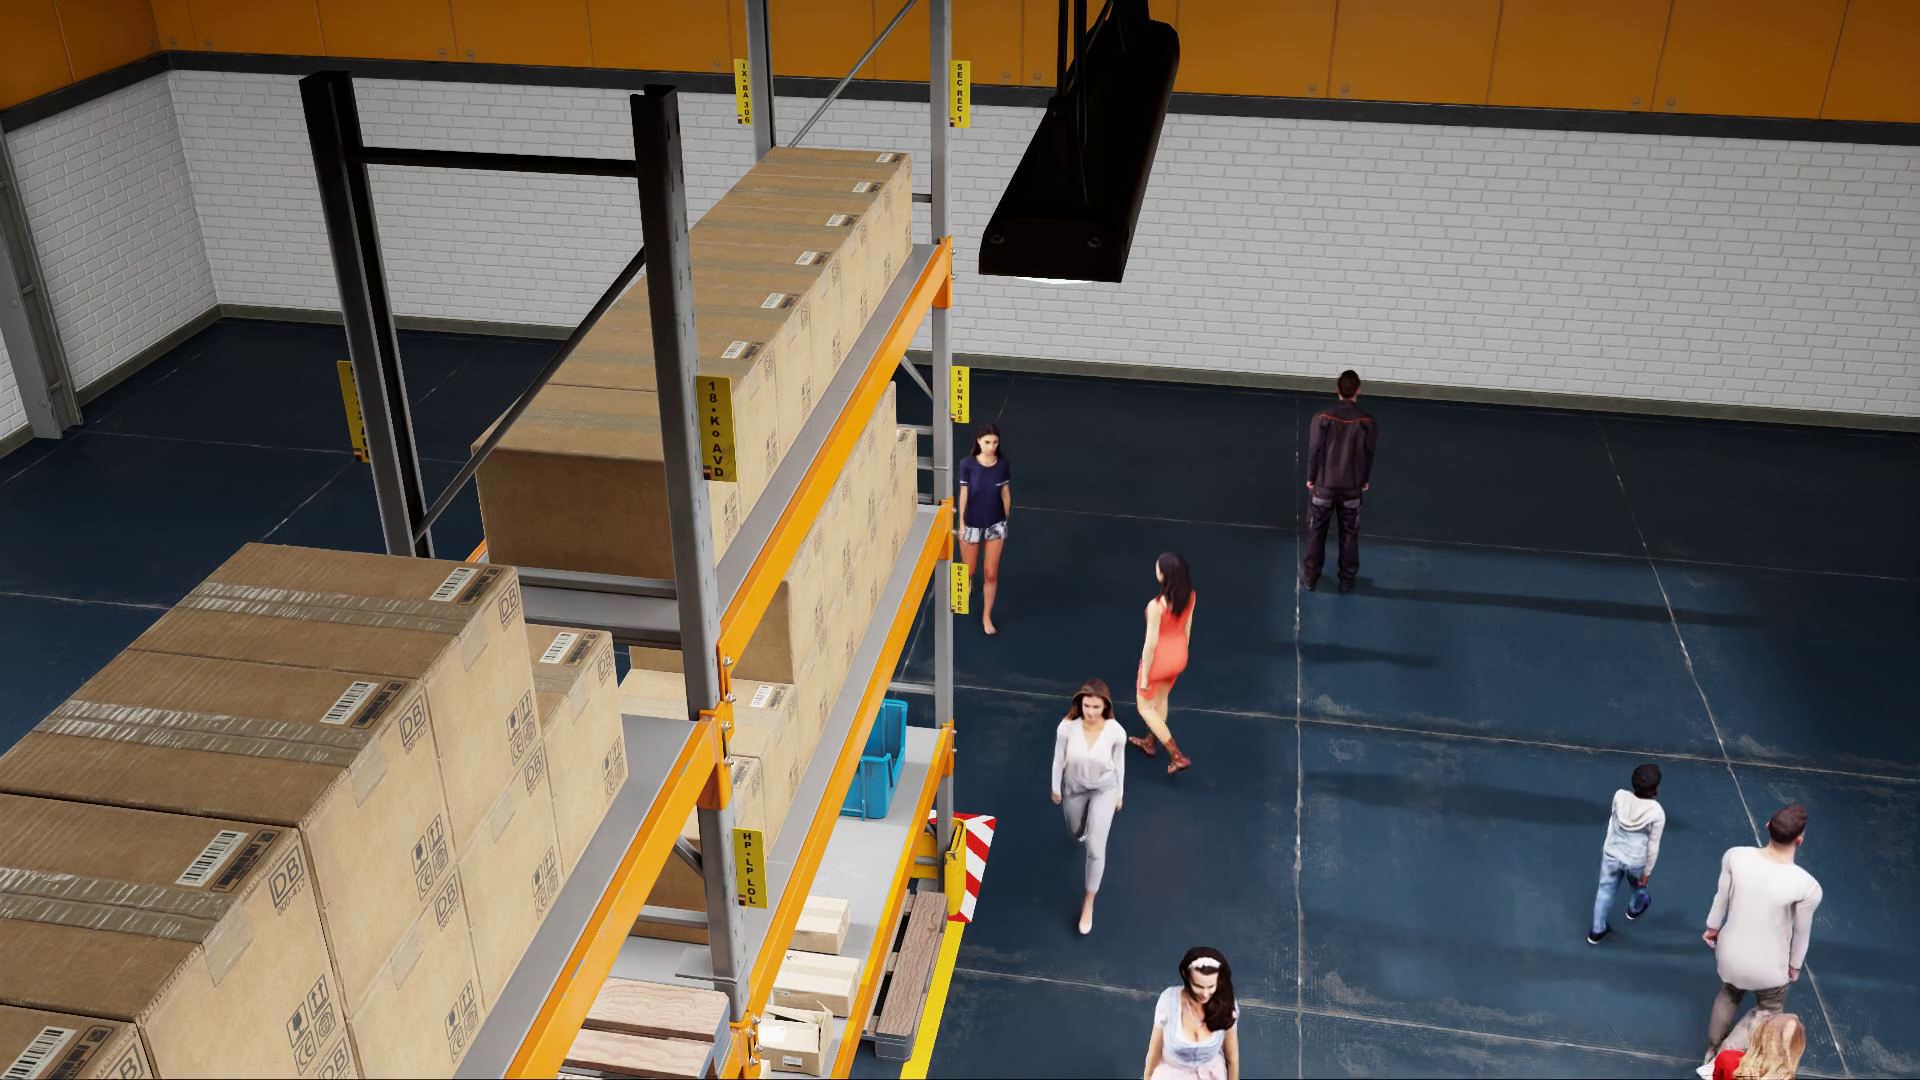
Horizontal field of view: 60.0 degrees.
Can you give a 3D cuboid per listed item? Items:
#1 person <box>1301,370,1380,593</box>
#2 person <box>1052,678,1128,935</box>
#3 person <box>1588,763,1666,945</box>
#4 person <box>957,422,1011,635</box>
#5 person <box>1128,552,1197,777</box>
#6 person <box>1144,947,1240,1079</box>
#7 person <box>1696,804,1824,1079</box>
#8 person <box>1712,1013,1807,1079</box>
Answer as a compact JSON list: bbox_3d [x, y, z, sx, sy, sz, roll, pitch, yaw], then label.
[{"bbox_3d":[3.076,-0.471,13.541,0.675,1.911,0.546,5,29,9],"label":"person"},{"bbox_3d":[0.790,1.508,10.094,0.581,1.737,1.064,5,29,9],"label":"person"},{"bbox_3d":[3.946,1.894,9.906,0.695,1.240,0.846,21,35,33],"label":"person"},{"bbox_3d":[0.159,-0.142,13.108,0.757,1.748,0.943,-5,29,-8],"label":"person"},{"bbox_3d":[1.421,0.865,11.303,0.932,1.709,0.976,-21,35,-33],"label":"person"},{"bbox_3d":[1.078,2.598,8.034,0.747,1.796,0.876,-1,29,-1],"label":"person"},{"bbox_3d":[4.150,2.195,8.744,1.002,1.825,0.931,-21,35,-33],"label":"person"},{"bbox_3d":[3.510,2.892,7.613,0.951,1.683,0.887,-21,35,-33],"label":"person"}]
